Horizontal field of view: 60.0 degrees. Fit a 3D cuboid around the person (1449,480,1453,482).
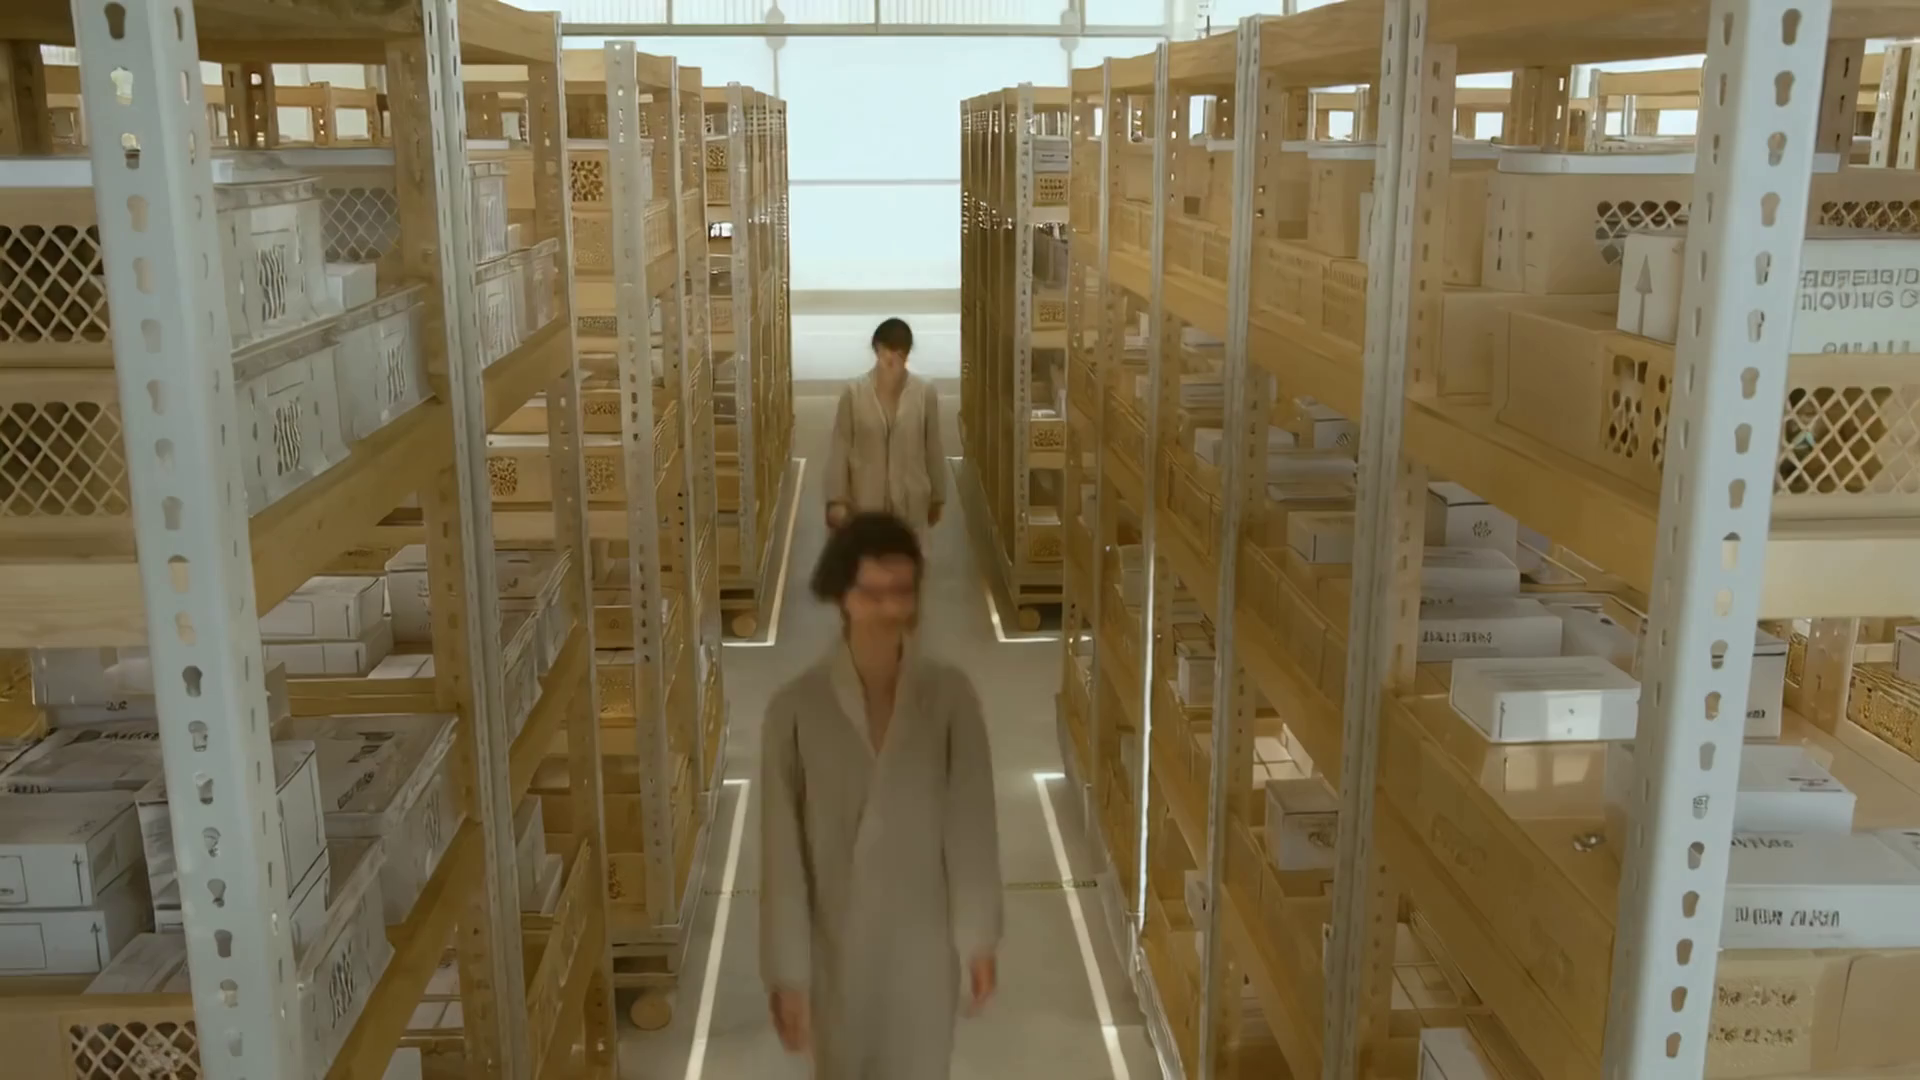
[{"bbox_3d":[4.033,-0.937,13.431,0.396,1.990,0.621,-6,15,-24],"label":"person"}]
